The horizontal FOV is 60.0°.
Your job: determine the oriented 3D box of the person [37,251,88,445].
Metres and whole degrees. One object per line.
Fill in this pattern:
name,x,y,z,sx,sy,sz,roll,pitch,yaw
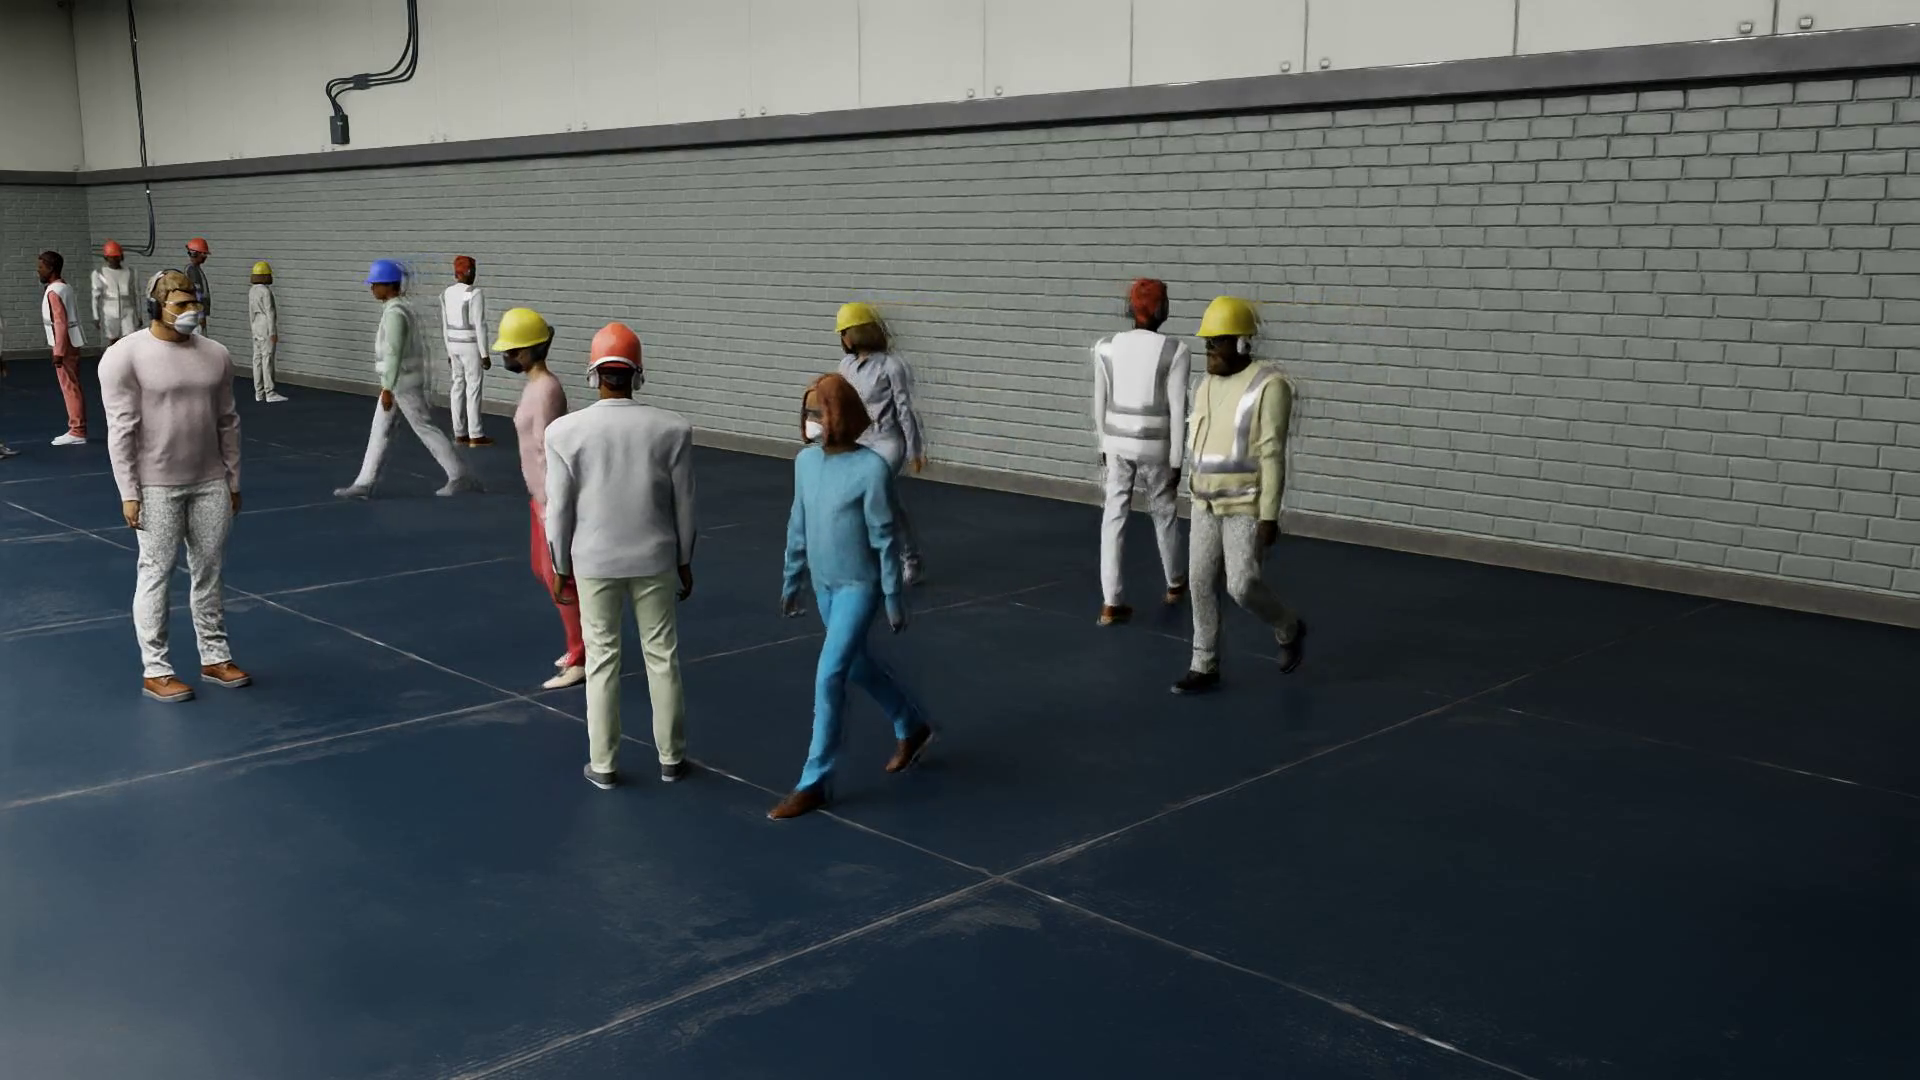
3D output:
person,-8.936,-1.911,16.597,0.399,1.920,0.589,-4,11,-19

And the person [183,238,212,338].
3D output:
person,-10.408,-3.106,22.803,0.392,2.033,0.605,-6,12,-28

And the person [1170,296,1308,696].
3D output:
person,1.272,-0.193,7.515,0.601,1.812,0.606,-7,13,-35

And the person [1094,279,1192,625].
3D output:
person,1.018,-0.501,9.133,0.580,1.835,0.968,5,11,24

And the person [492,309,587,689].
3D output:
person,-1.897,-0.189,7.674,0.448,1.749,0.569,-4,11,-19

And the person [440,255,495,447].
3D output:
person,-4.861,-1.855,16.405,0.576,1.880,0.360,7,13,34

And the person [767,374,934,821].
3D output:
person,-0.385,0.172,6.146,0.839,1.593,0.510,-10,14,-42

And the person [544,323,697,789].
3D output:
person,-1.276,0.062,6.287,0.563,1.751,0.342,-3,11,-17

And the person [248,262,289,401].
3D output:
person,-8.727,-2.614,20.910,0.484,1.745,0.307,9,14,40

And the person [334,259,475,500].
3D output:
person,-4.360,-1.240,13.031,1.053,1.894,0.617,-4,11,-20

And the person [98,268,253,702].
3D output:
person,-3.515,-0.247,7.508,0.366,1.933,0.628,6,12,32

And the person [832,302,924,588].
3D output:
person,-0.492,-0.511,9.569,0.883,1.693,0.506,-10,14,-43

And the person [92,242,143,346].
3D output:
person,-11.817,-3.179,23.337,0.631,1.990,1.070,-6,12,-31

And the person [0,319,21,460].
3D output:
person,-9.107,-1.673,15.497,0.389,1.846,0.567,-1,10,-5
